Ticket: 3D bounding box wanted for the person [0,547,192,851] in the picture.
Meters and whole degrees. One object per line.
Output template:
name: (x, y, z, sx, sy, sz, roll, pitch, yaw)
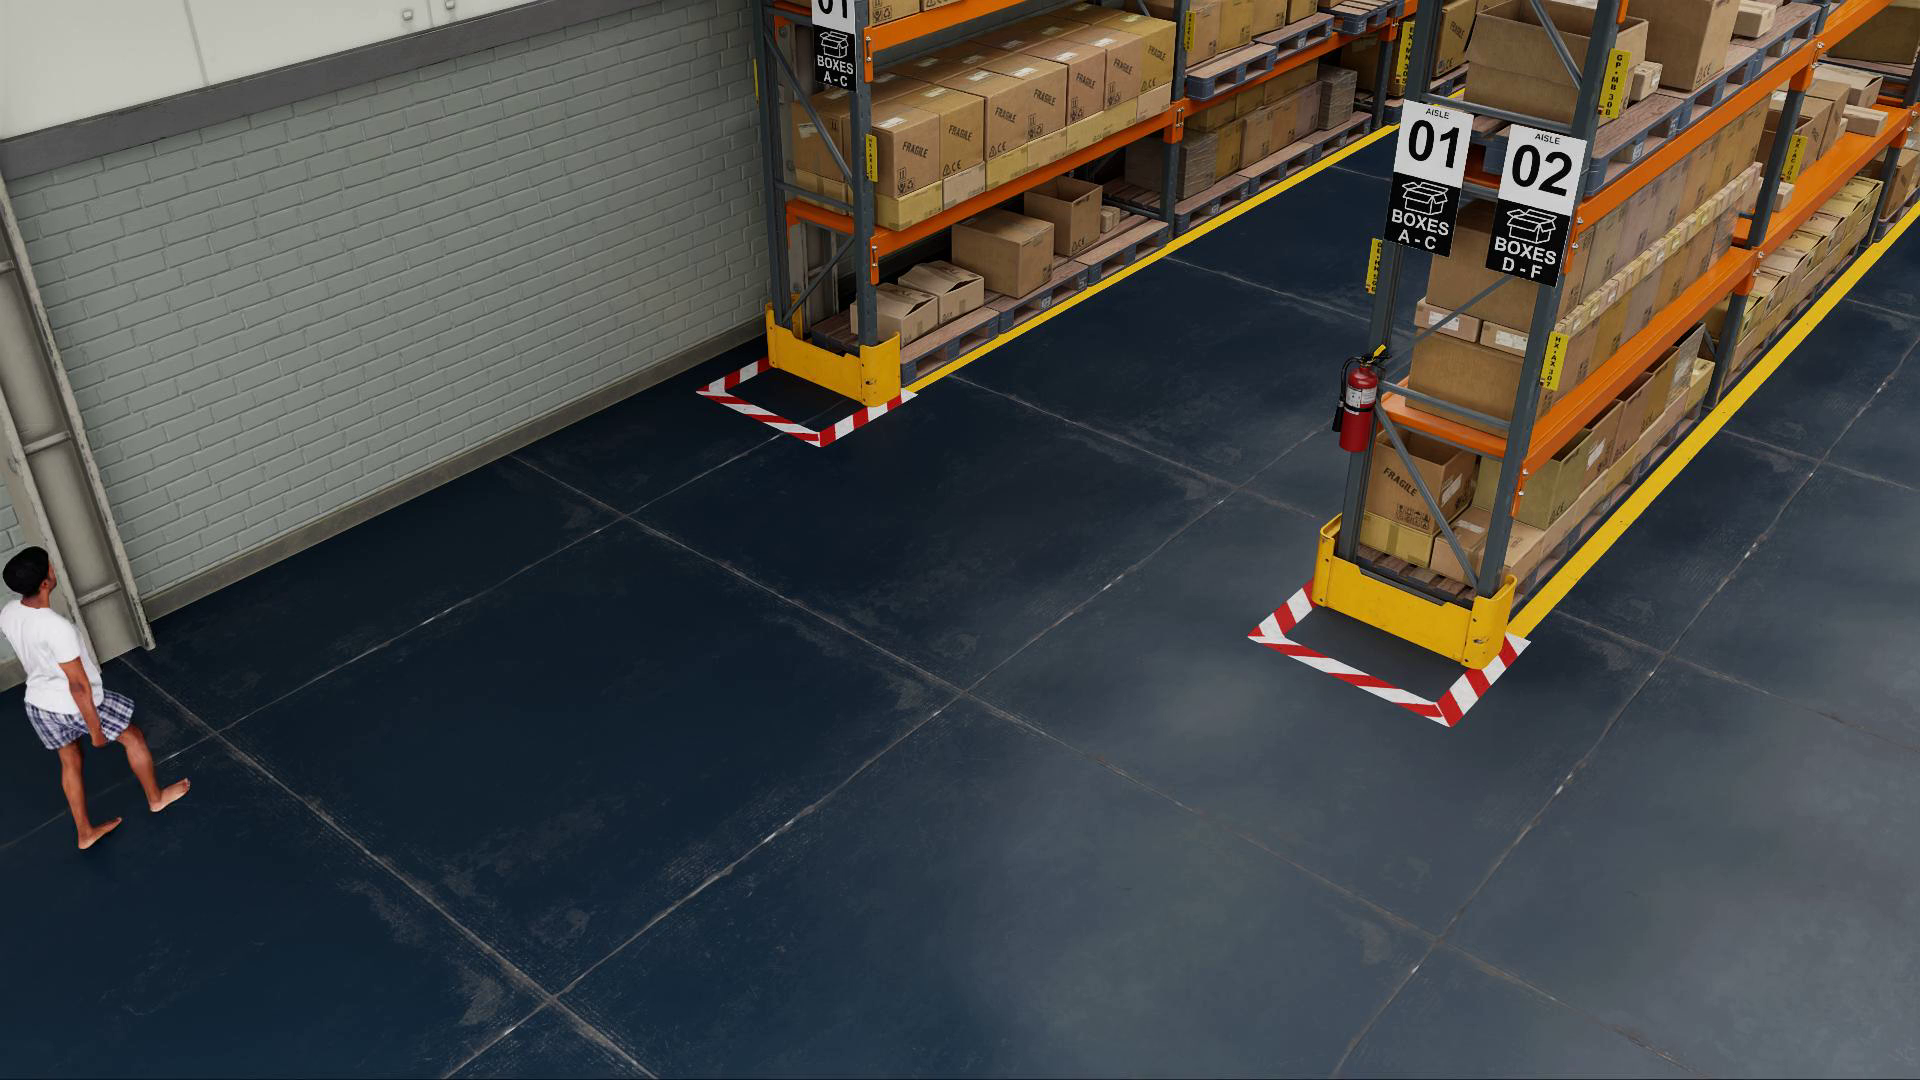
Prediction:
person: (-4.437, 0.841, 8.178, 0.801, 1.714, 0.916, 13, 35, 19)
